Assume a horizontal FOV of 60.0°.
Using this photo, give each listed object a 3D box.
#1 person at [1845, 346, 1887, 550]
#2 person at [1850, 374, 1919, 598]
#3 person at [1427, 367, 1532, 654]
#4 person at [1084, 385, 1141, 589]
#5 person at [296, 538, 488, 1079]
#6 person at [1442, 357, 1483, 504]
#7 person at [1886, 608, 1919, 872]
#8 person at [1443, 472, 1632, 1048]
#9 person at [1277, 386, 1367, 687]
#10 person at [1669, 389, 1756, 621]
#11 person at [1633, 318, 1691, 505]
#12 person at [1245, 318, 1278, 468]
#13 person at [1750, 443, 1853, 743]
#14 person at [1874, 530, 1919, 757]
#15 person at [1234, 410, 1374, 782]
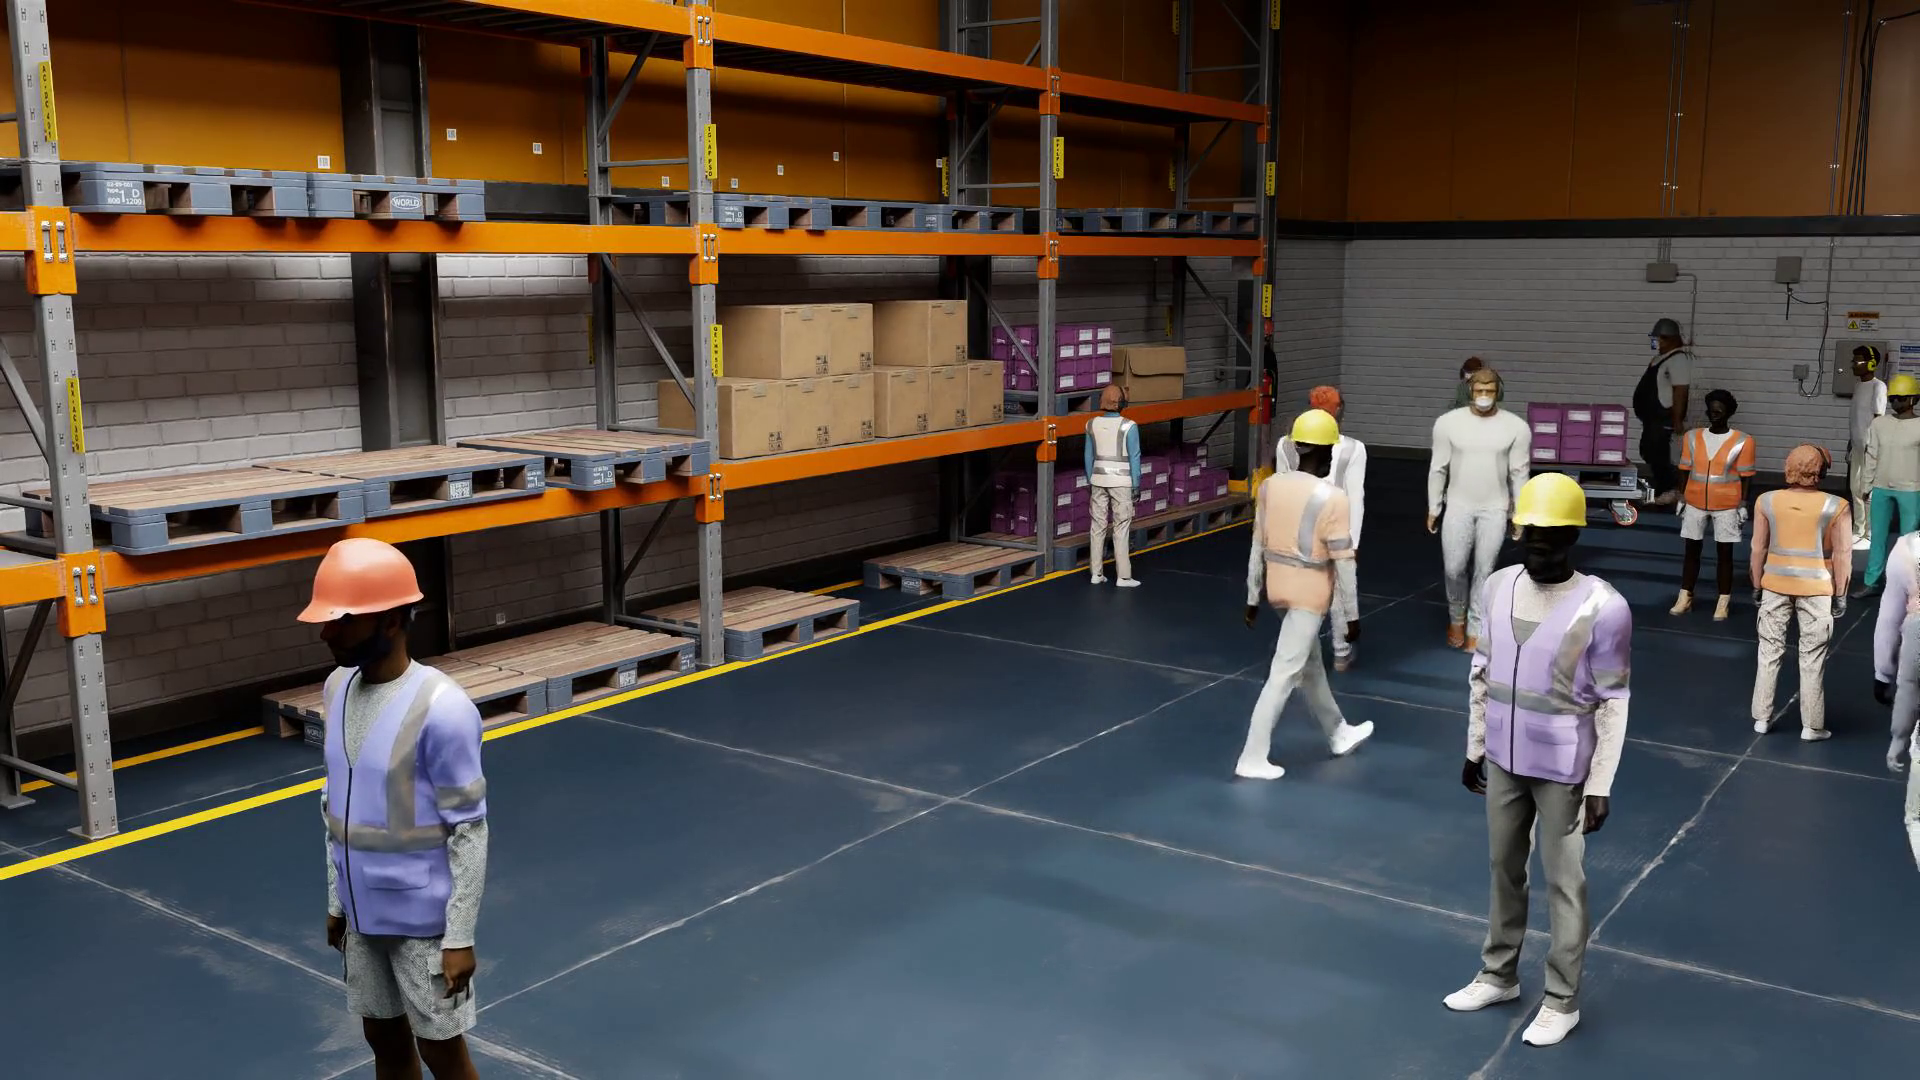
[{"bbox_3d":[8.245,-0.840,15.194,0.323,1.862,0.510,1,10,5],"label":"person"},{"bbox_3d":[7.180,-0.385,12.747,0.328,1.769,0.526,-6,11,-32],"label":"person"},{"bbox_3d":[3.448,-0.184,11.070,0.658,1.924,0.442,3,10,15],"label":"person"},{"bbox_3d":[1.228,-0.429,13.386,0.514,1.640,0.310,7,12,37],"label":"person"},{"bbox_3d":[-1.471,0.948,4.302,0.551,1.935,0.375,6,11,33],"label":"person"},{"bbox_3d":[5.397,-1.164,17.874,0.831,1.594,0.579,-3,10,-15],"label":"person"},{"bbox_3d":[3.730,0.796,6.153,0.511,1.612,0.492,4,10,20],"label":"person"},{"bbox_3d":[1.952,0.729,5.627,0.355,1.930,0.593,-6,11,-33],"label":"person"},{"bbox_3d":[2.273,-0.044,10.481,0.582,1.846,0.910,4,10,22],"label":"person"},{"bbox_3d":[5.516,-0.257,12.188,0.531,1.697,0.322,8,13,41],"label":"person"},{"bbox_3d":[7.460,-1.362,17.748,0.538,2.000,0.692,2,10,12],"label":"person"},{"bbox_3d":[3.364,-1.489,18.634,0.374,1.997,0.613,3,10,17],"label":"person"},{"bbox_3d":[4.587,0.290,9.104,0.511,1.641,0.308,8,13,40],"label":"person"},{"bbox_3d":[4.161,0.583,6.919,0.618,1.798,0.967,3,10,17],"label":"person"},{"bbox_3d":[1.791,0.275,8.480,1.010,1.872,0.610,-5,11,-30],"label":"person"}]
